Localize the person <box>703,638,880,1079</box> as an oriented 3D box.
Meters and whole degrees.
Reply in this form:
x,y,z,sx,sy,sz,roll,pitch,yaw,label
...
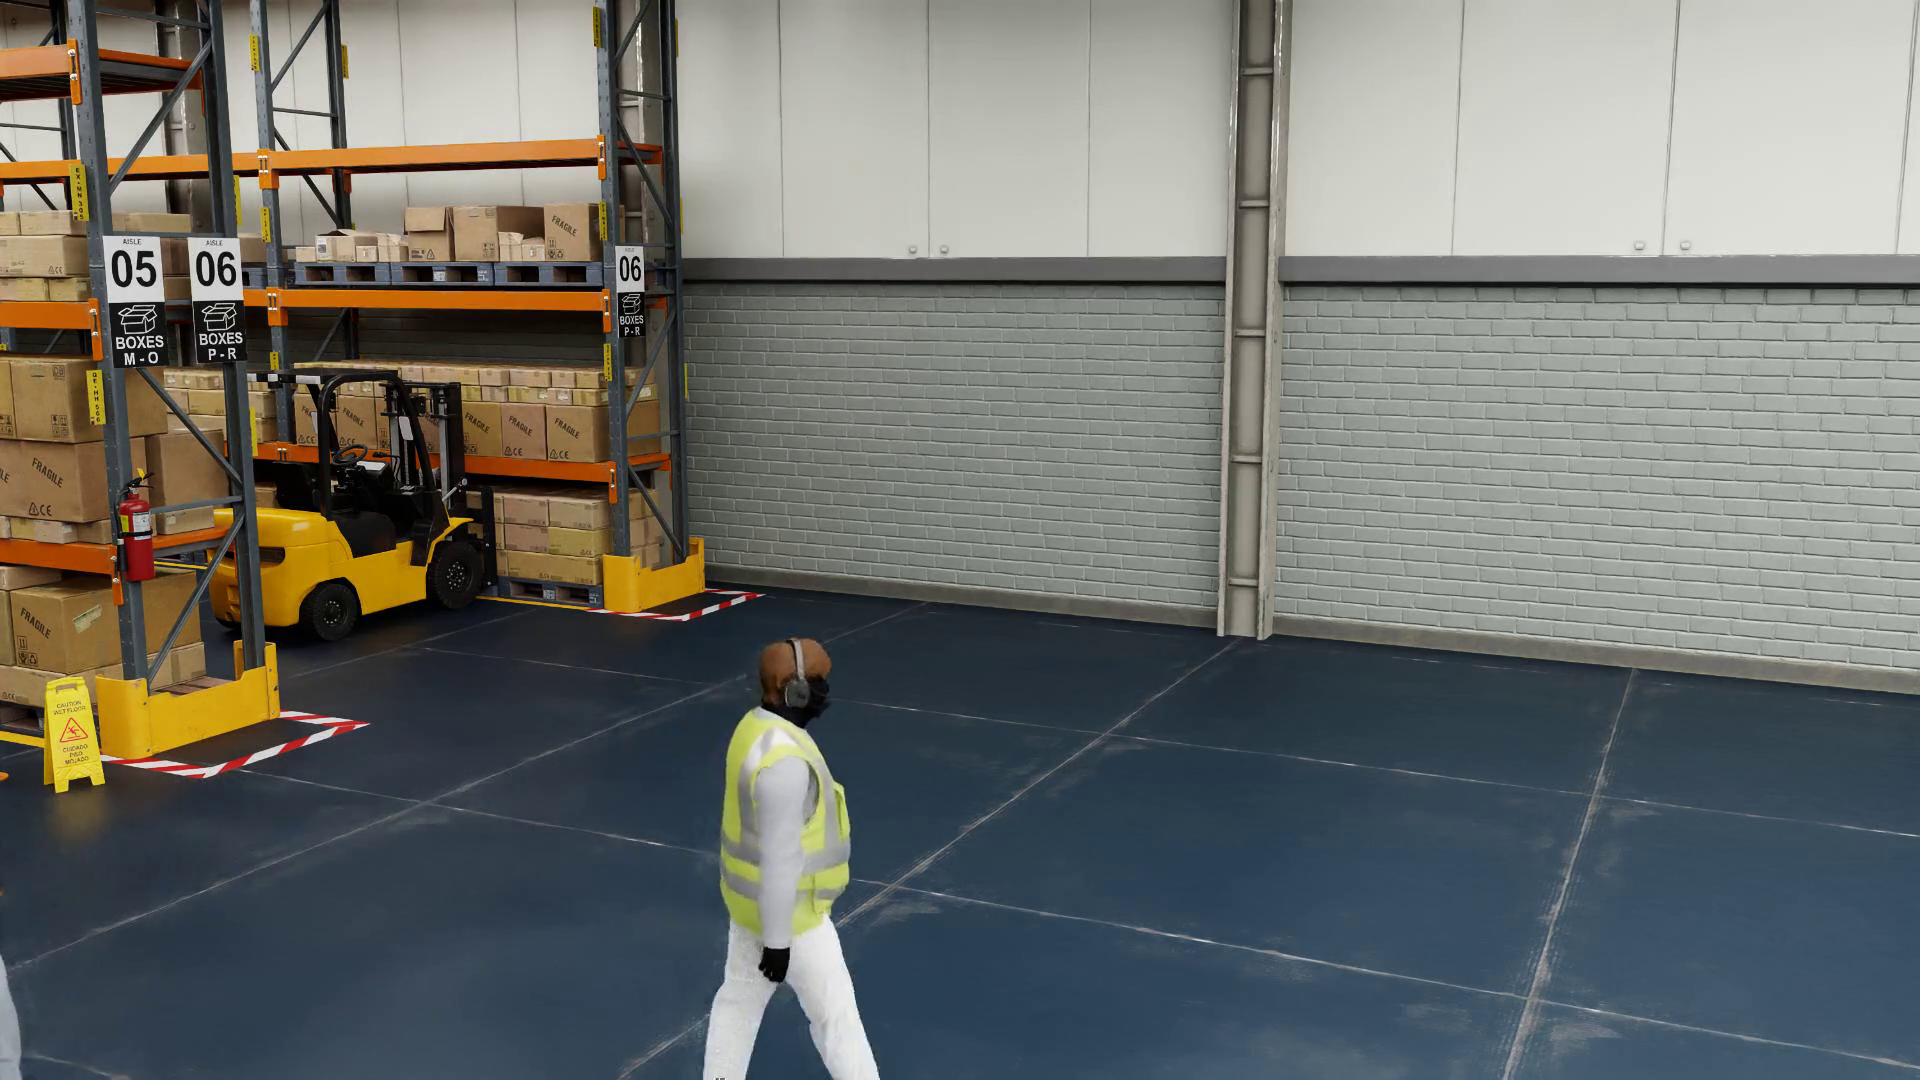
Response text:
x,y,z,sx,sy,sz,roll,pitch,yaw,label
-0.495,1.219,5.653,0.933,1.803,0.646,-3,10,-17,person

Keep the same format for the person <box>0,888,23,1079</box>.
x,y,z,sx,sy,sz,roll,pitch,yaw,label
-2.629,1.547,4.329,0.831,1.589,0.509,-8,13,-42,person
